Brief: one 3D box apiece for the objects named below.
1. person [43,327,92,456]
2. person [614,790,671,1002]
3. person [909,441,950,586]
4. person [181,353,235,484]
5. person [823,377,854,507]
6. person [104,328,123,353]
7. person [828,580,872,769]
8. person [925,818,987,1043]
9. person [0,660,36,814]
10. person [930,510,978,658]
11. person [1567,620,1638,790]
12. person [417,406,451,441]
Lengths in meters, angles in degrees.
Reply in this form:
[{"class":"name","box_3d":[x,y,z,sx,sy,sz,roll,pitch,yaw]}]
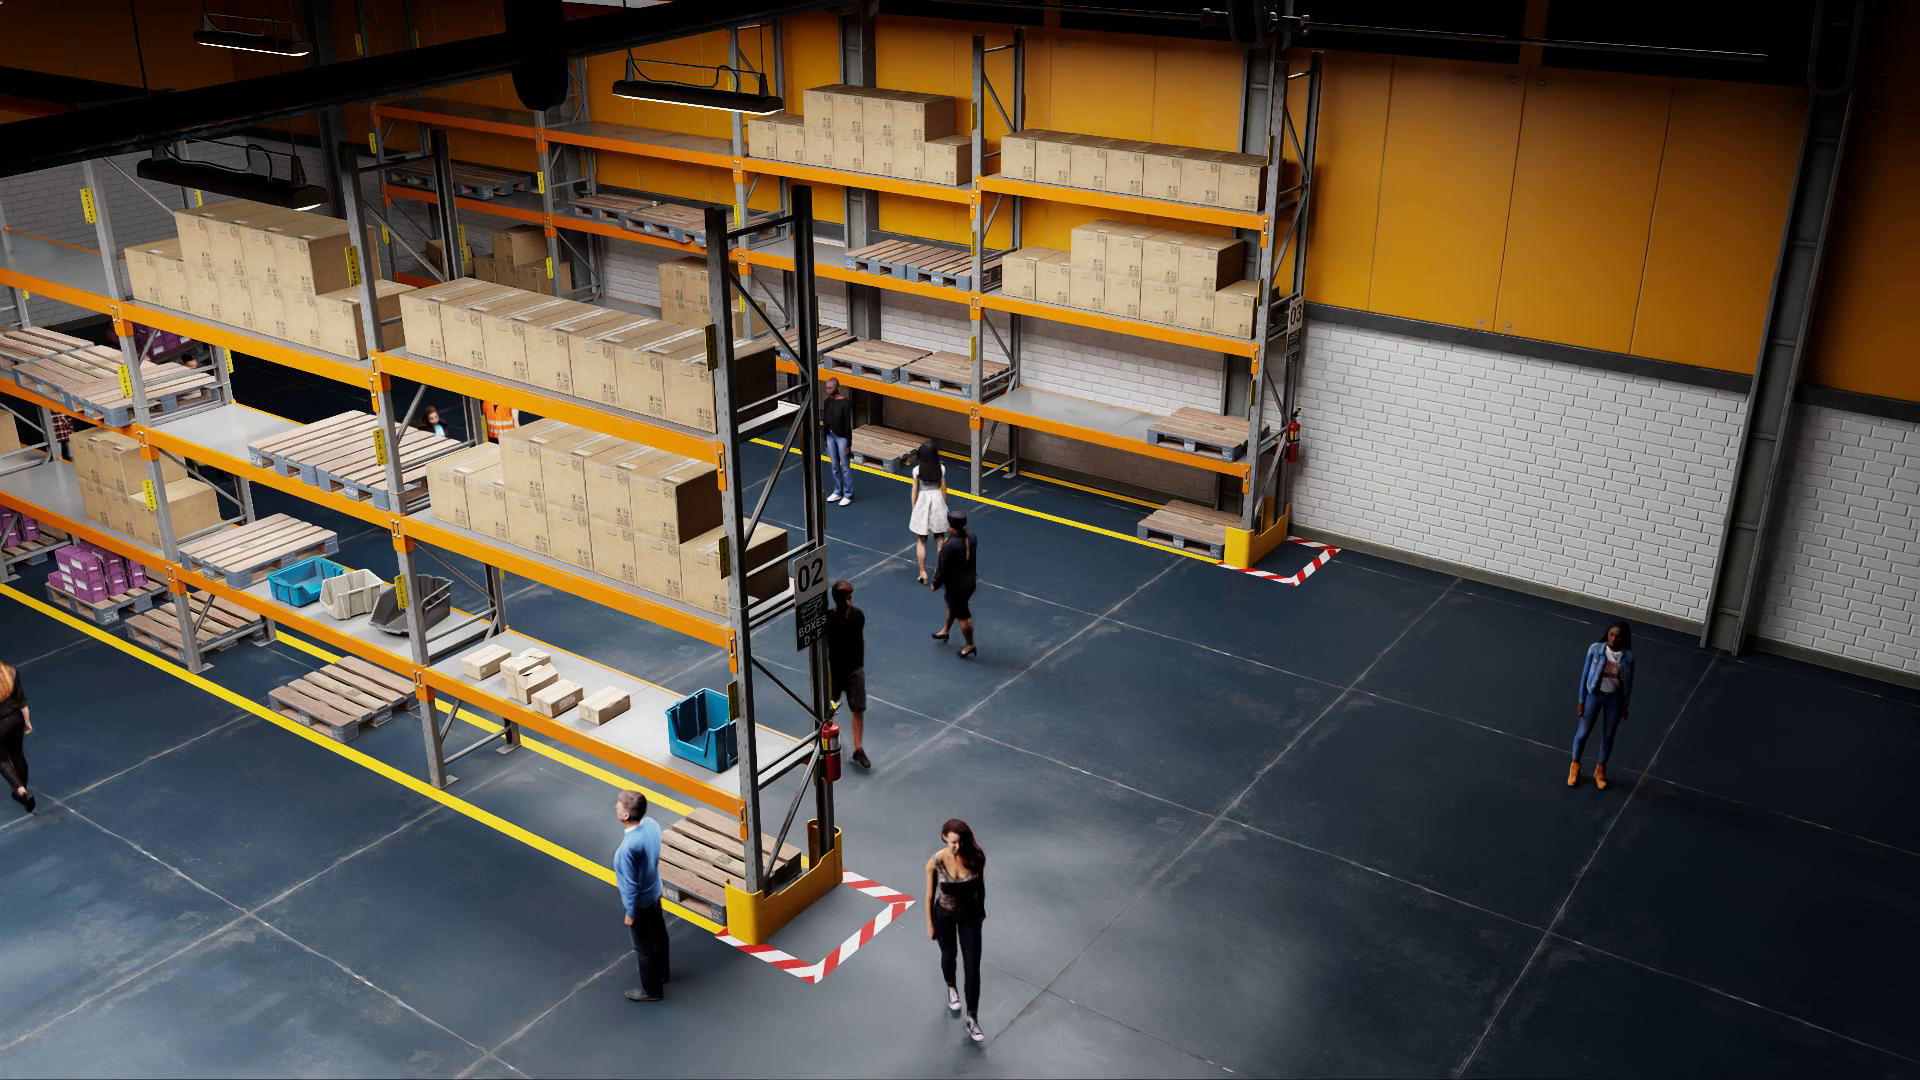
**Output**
[{"class":"person","box_3d":[-12.476,-2.044,23.368,1.035,1.929,0.859,9,25,19]},{"class":"person","box_3d":[-2.413,2.689,12.680,0.695,1.819,0.726,6,24,12]},{"class":"person","box_3d":[-0.350,-0.323,19.632,0.778,1.770,0.842,-3,24,-8]},{"class":"person","box_3d":[-10.366,-1.671,22.613,0.726,1.851,0.774,16,28,33]},{"class":"person","box_3d":[-1.595,-1.330,21.968,0.495,1.744,0.663,14,27,29]},{"class":"person","box_3d":[-12.109,-2.173,23.829,1.108,1.798,1.110,-12,26,-26]},{"class":"person","box_3d":[-1.168,1.223,16.016,1.054,1.833,1.297,-11,26,-24]},{"class":"person","box_3d":[-0.051,2.805,12.509,0.988,1.742,1.054,-4,24,-10]},{"class":"person","box_3d":[-8.610,1.717,15.058,0.922,1.695,0.645,19,30,37]},{"class":"person","box_3d":[0.051,0.511,17.870,0.894,1.652,0.729,13,27,27]},{"class":"person","box_3d":[6.001,1.509,15.513,0.570,1.712,0.725,6,24,14]},{"class":"person","box_3d":[-6.870,-1.053,21.691,0.873,1.458,0.566,16,28,32]}]
